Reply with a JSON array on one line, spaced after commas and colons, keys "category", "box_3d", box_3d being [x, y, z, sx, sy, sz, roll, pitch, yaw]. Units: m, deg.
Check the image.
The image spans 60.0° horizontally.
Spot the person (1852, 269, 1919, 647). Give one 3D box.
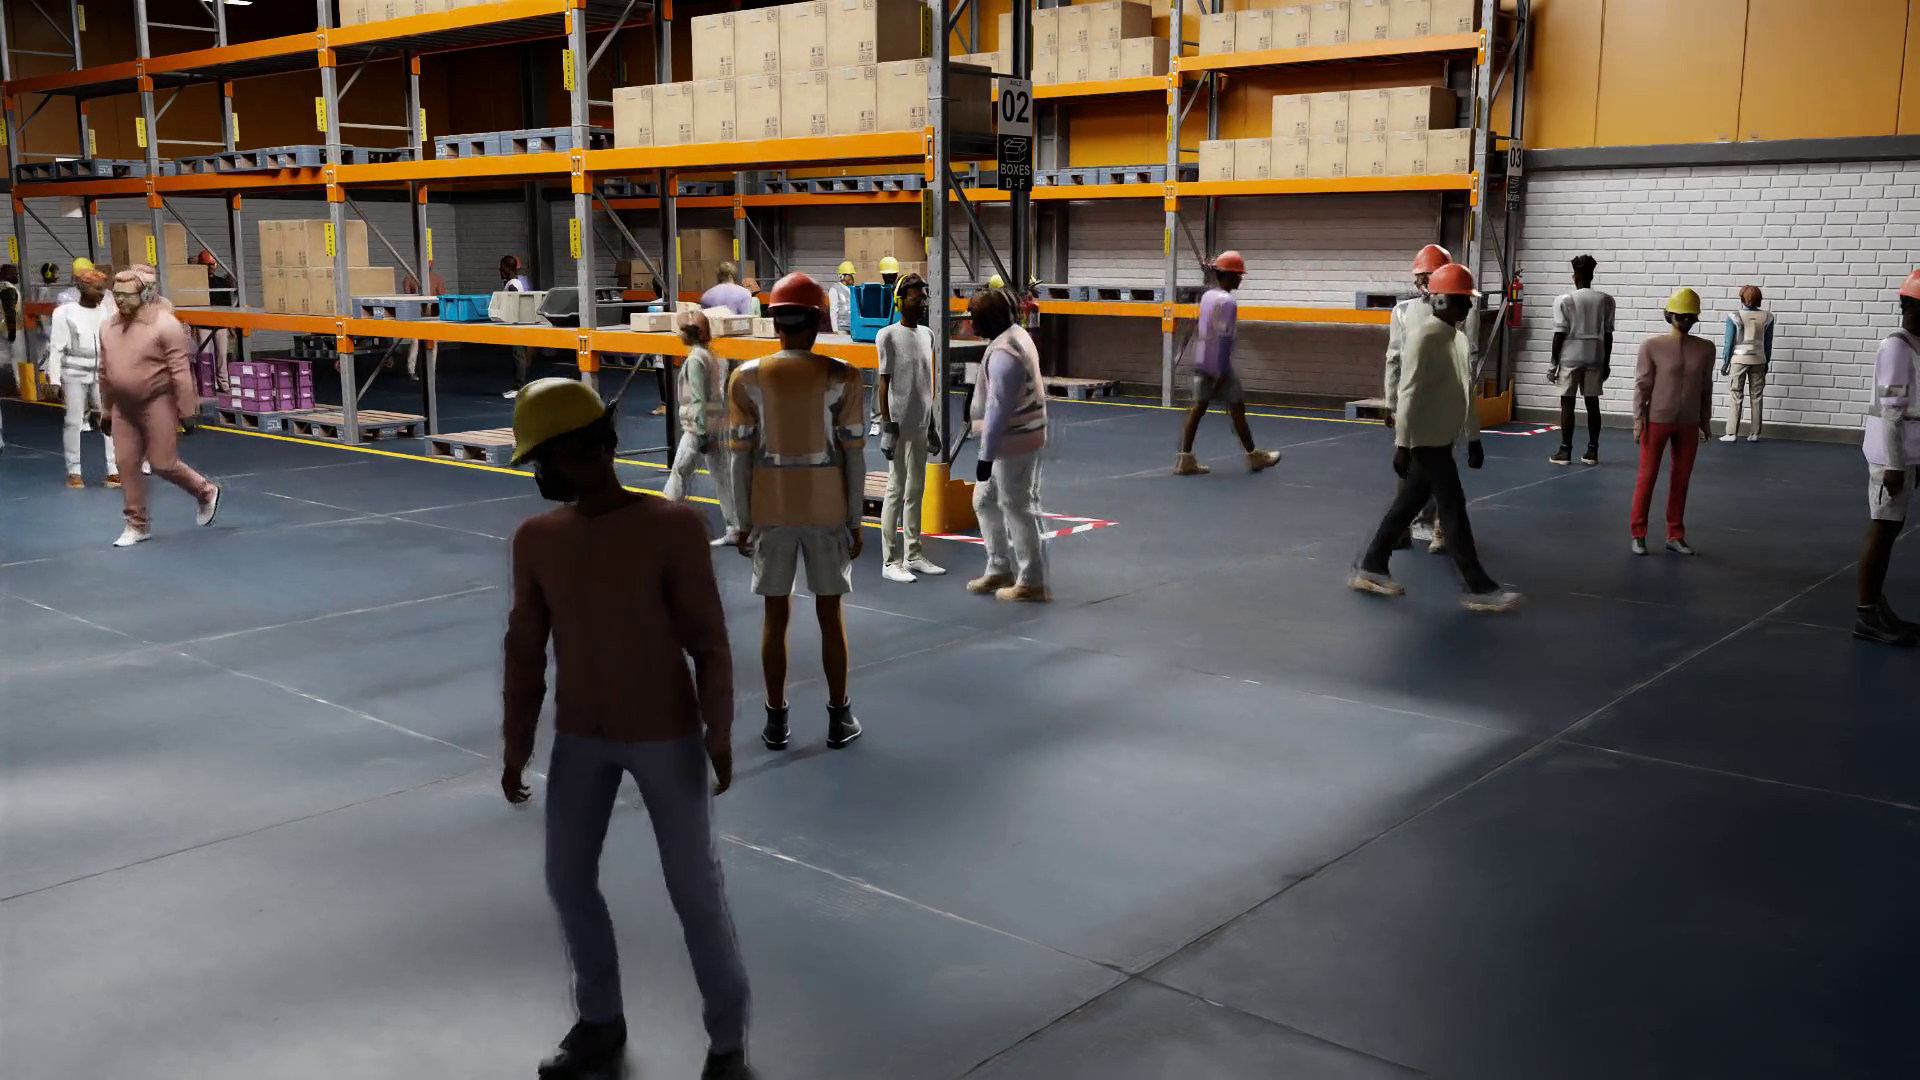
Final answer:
[{"category": "person", "box_3d": [4.856, -0.429, 8.547, 0.374, 1.928, 0.542, 7, 12, 36]}]

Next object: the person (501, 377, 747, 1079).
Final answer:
[{"category": "person", "box_3d": [-0.802, 0.476, 3.969, 0.577, 1.720, 0.323, 3, 10, 17]}]

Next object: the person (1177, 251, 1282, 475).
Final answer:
[{"category": "person", "box_3d": [2.414, -1.568, 14.872, 1.042, 1.986, 0.613, -3, 11, -19]}]

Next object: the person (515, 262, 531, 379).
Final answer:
[{"category": "person", "box_3d": [-6.844, -3.434, 25.817, 0.372, 1.886, 0.682, 0, 10, 1]}]

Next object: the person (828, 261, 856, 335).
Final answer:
[{"category": "person", "box_3d": [-1.614, -3.032, 23.633, 0.404, 1.833, 0.591, 7, 12, 34]}]

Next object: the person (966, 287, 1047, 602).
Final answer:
[{"category": "person", "box_3d": [0.218, -0.525, 9.443, 0.631, 1.805, 0.699, 1, 10, 7]}]

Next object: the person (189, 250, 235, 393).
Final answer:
[{"category": "person", "box_3d": [-10.046, -2.882, 22.322, 0.376, 1.995, 0.609, 9, 13, 41]}]

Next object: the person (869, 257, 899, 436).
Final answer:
[{"category": "person", "box_3d": [-0.758, -2.080, 17.942, 0.585, 1.929, 0.375, -1, 10, -4]}]

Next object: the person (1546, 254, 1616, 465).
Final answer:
[{"category": "person", "box_3d": [5.803, -1.682, 15.571, 0.614, 1.962, 0.366, -1, 10, -6]}]

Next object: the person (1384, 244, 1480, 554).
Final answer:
[{"category": "person", "box_3d": [3.113, -0.930, 11.068, 0.607, 2.044, 0.376, 6, 12, 32]}]

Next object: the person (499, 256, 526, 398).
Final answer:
[{"category": "person", "box_3d": [-6.052, -2.888, 22.571, 0.392, 1.920, 0.593, -3, 10, -17]}]

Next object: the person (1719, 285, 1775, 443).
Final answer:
[{"category": "person", "box_3d": [8.194, -1.828, 17.320, 0.513, 1.645, 0.307, 0, 10, -2]}]

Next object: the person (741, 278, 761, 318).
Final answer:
[{"category": "person", "box_3d": [-2.801, -2.721, 22.465, 0.288, 1.626, 0.497, 0, 10, 2]}]

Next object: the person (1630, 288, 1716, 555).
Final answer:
[{"category": "person", "box_3d": [4.694, -0.768, 10.941, 0.533, 1.765, 0.330, 0, 10, -2]}]

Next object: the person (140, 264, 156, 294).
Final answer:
[{"category": "person", "box_3d": [-8.922, -2.083, 18.190, 0.395, 1.847, 0.564, 2, 10, 13]}]

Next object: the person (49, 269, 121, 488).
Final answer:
[{"category": "person", "box_3d": [-7.304, -1.331, 13.934, 0.851, 1.846, 0.696, 7, 12, 37]}]

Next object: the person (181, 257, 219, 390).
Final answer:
[{"category": "person", "box_3d": [-10.863, -3.071, 23.677, 0.645, 1.901, 0.399, -7, 12, -33]}]

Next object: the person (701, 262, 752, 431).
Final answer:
[{"category": "person", "box_3d": [-2.607, -2.167, 18.647, 0.635, 1.851, 1.082, 2, 10, 12]}]

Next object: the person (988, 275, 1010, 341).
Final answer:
[{"category": "person", "box_3d": [0.412, -1.752, 16.564, 0.325, 1.760, 0.523, 7, 12, 36]}]

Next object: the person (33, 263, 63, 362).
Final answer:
[{"category": "person", "box_3d": [-13.089, -3.077, 23.959, 0.987, 1.806, 0.538, -5, 11, -26]}]

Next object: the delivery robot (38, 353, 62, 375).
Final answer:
[{"category": "delivery robot", "box_3d": [-12.705, -2.359, 23.172, 0.477, 0.478, 0.707, -1, 10, -8]}]

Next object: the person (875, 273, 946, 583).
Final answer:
[{"category": "person", "box_3d": [-0.297, -0.684, 10.163, 0.328, 1.872, 0.514, 7, 12, 36]}]

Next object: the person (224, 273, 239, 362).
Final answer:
[{"category": "person", "box_3d": [-11.839, -3.537, 27.092, 0.535, 1.617, 0.356, 4, 11, 24]}]

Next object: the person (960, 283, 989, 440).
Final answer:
[{"category": "person", "box_3d": [0.291, -1.863, 17.415, 0.563, 1.668, 0.466, -1, 10, -5]}]

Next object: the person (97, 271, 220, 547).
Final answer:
[{"category": "person", "box_3d": [-5.571, -0.919, 11.489, 0.679, 1.880, 0.695, 2, 10, 13]}]

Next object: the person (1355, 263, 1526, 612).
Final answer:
[{"category": "person", "box_3d": [2.723, -0.589, 9.437, 1.048, 1.940, 0.642, 8, 13, 37]}]

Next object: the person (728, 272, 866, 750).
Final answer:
[{"category": "person", "box_3d": [-0.650, -0.108, 6.726, 0.547, 1.925, 0.391, 0, 10, 0]}]

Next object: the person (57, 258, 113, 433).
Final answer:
[{"category": "person", "box_3d": [-9.560, -2.140, 18.334, 0.625, 1.913, 0.410, -8, 13, -38]}]

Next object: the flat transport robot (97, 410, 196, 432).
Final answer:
[{"category": "flat transport robot", "box_3d": [-8.983, -1.319, 18.328, 0.652, 0.197, 1.431, -8, 13, -40]}]

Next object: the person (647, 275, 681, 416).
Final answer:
[{"category": "person", "box_3d": [-3.579, -2.354, 20.153, 0.320, 1.698, 0.537, 7, 12, 33]}]

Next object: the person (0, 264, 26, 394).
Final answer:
[{"category": "person", "box_3d": [-13.291, -2.921, 23.073, 0.659, 1.814, 0.670, -10, 14, -44]}]

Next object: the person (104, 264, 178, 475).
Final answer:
[{"category": "person", "box_3d": [-7.206, -1.484, 14.702, 0.670, 1.868, 0.795, -8, 12, -37]}]

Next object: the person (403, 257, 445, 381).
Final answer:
[{"category": "person", "box_3d": [-8.225, -3.430, 25.549, 0.653, 1.957, 0.491, -7, 12, -36]}]

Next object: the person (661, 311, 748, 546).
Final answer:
[{"category": "person", "box_3d": [-1.832, -0.734, 11.209, 0.818, 1.600, 0.524, 1, 10, 7]}]

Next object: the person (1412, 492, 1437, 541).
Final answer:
[{"category": "person", "box_3d": [3.336, -0.869, 11.579, 0.294, 1.744, 0.486, 5, 11, 24]}]

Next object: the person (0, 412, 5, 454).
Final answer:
[{"category": "person", "box_3d": [-6.444, -0.651, 10.686, 0.518, 1.618, 0.361, -5, 11, -27]}]
